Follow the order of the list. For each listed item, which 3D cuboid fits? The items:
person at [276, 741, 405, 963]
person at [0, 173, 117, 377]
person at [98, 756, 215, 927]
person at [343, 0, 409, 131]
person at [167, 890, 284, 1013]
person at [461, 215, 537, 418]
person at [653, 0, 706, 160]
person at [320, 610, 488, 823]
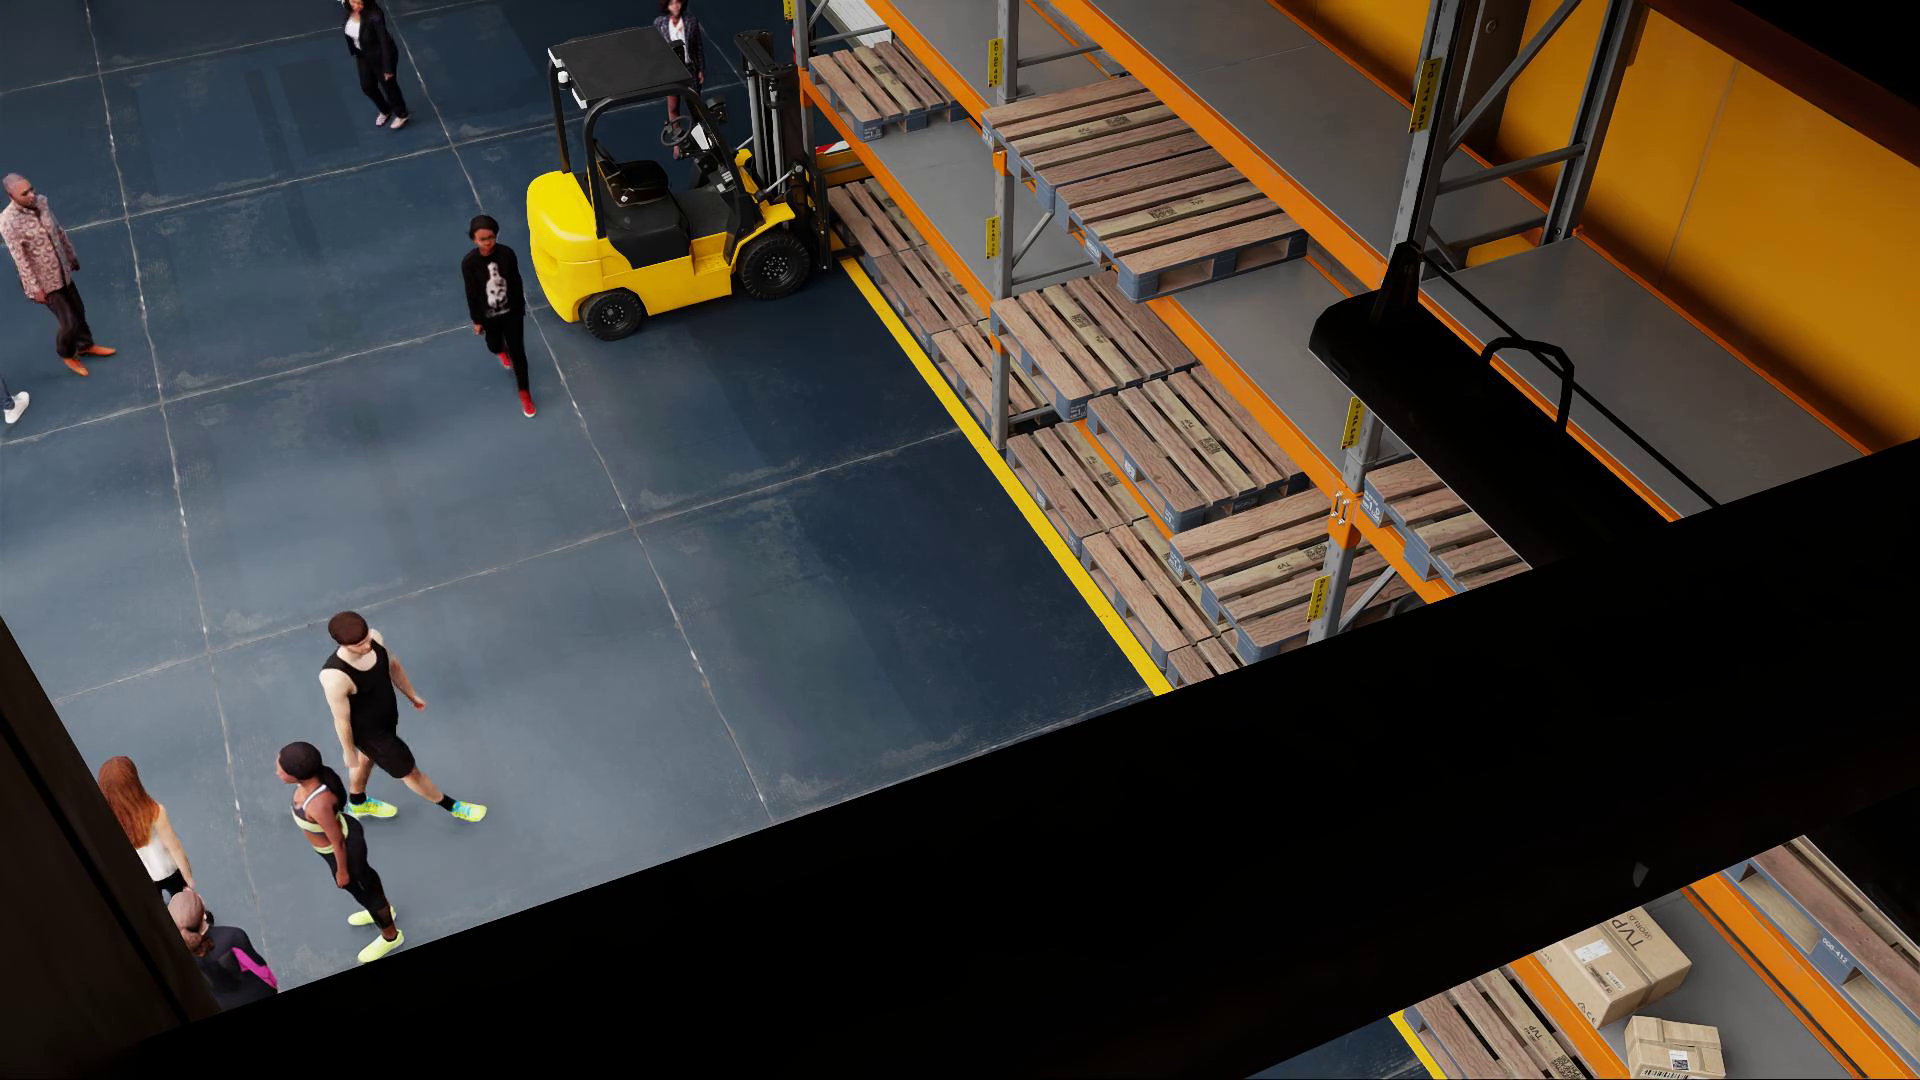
[{"bbox_3d":[-3.388,1.686,9.145,0.618,1.753,0.434,-17,46,-17],"label":"person"},{"bbox_3d":[-7.235,-2.092,13.083,0.903,1.793,0.819,5,44,6],"label":"person"},{"bbox_3d":[-4.384,1.857,9.006,0.772,1.699,1.008,-6,44,-6],"label":"person"},{"bbox_3d":[-5.580,-4.646,15.926,0.825,1.570,0.890,27,50,25],"label":"person"},{"bbox_3d":[-3.685,2.328,8.473,0.566,1.752,0.568,-15,46,-15],"label":"person"},{"bbox_3d":[-3.592,-1.799,12.879,0.639,1.650,1.055,-15,46,-15],"label":"person"},{"bbox_3d":[-2.606,-4.367,15.539,0.679,1.698,0.639,-7,44,-7],"label":"person"},{"bbox_3d":[-3.513,1.060,9.743,1.116,1.836,1.181,3,44,3],"label":"person"}]
